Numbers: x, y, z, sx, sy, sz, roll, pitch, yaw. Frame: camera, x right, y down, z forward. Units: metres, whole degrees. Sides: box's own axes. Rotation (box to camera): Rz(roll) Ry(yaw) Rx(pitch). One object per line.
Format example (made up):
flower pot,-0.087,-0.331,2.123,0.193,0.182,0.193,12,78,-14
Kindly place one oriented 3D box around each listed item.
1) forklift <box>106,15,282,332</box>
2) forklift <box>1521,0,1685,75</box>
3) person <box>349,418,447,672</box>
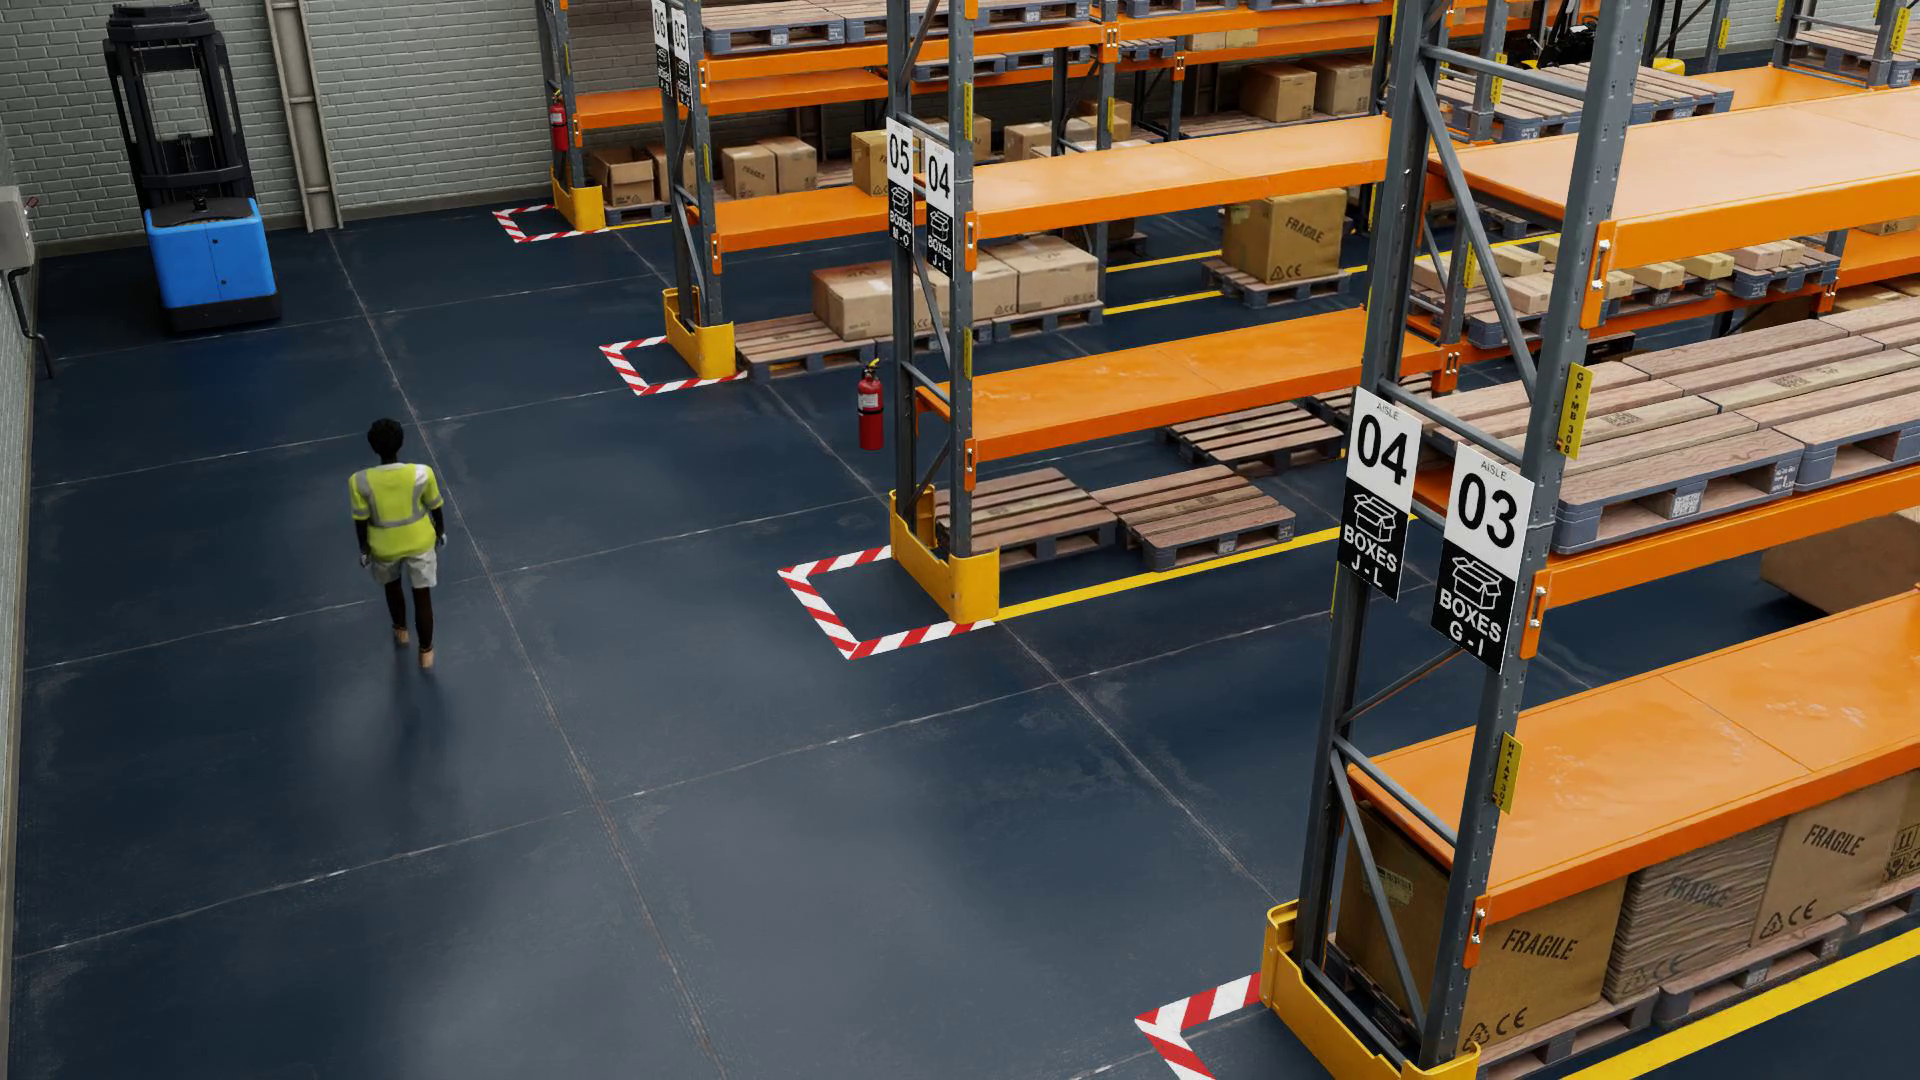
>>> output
forklift,-7.548,-3.672,16.323,1.129,2.768,1.873,-12,30,-22
forklift,8.950,-6.807,23.056,1.214,2.155,2.313,-12,30,-22
person,-3.547,-0.018,10.602,0.553,1.667,0.720,-9,29,-16
